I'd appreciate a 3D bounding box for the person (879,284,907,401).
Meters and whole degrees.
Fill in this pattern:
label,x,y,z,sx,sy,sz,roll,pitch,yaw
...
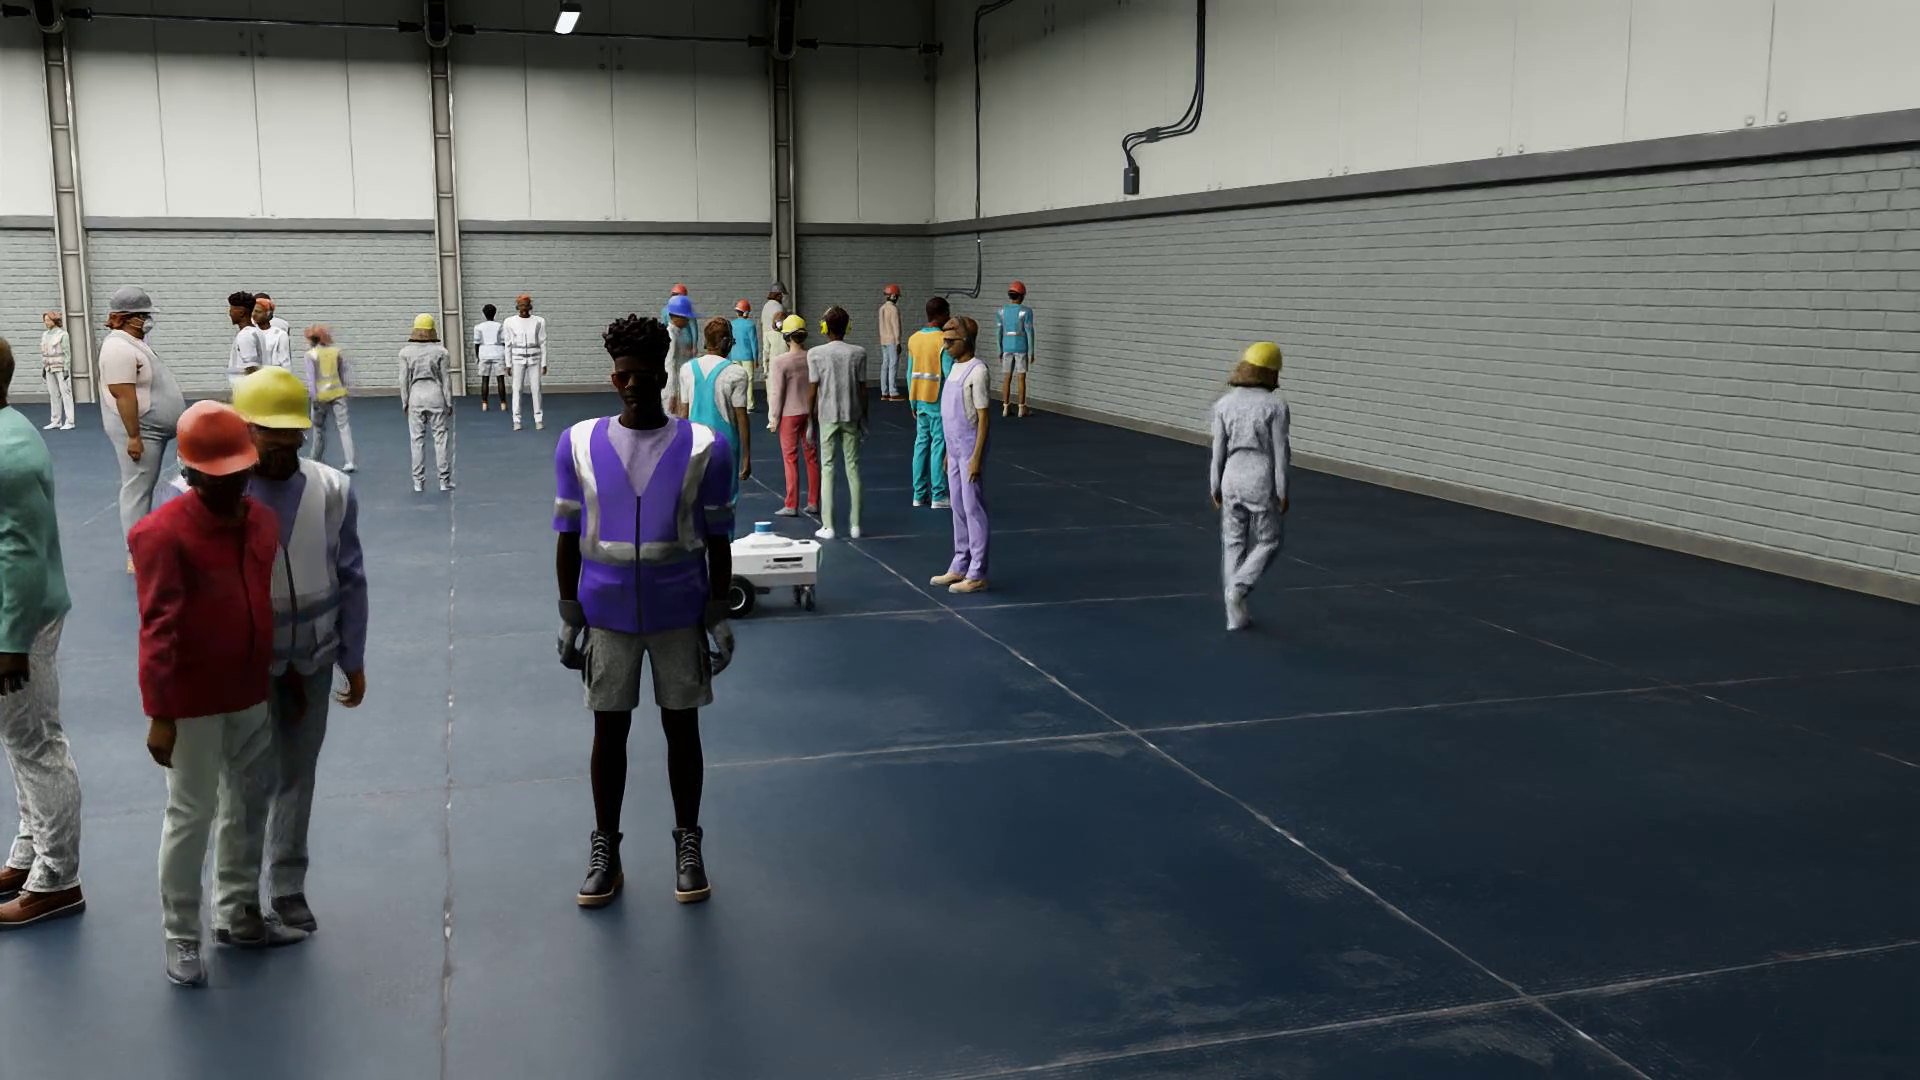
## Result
label,x,y,z,sx,sy,sz,roll,pitch,yaw
person,-1.173,-3.382,28.533,0.377,1.995,0.611,-5,10,-30

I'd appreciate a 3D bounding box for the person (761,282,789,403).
label,x,y,z,sx,sy,sz,roll,pitch,yaw
person,-3.024,-3.295,27.831,0.536,2.000,0.681,-5,10,-27

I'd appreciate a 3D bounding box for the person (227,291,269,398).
label,x,y,z,sx,sy,sz,roll,pitch,yaw
person,-6.897,-1.428,16.149,0.361,1.964,0.613,-2,9,-14

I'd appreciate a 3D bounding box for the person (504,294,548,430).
label,x,y,z,sx,sy,sz,roll,pitch,yaw
person,-5.990,-2.453,23.003,0.575,1.877,0.343,-3,9,-17

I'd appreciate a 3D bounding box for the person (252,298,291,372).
label,x,y,z,sx,sy,sz,roll,pitch,yaw
person,-7.116,-1.530,17.069,0.575,1.885,0.355,4,10,23

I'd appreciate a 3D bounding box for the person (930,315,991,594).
label,x,y,z,sx,sy,sz,roll,pitch,yaw
person,0.026,-0.565,11.042,0.345,1.843,0.504,-4,10,-23

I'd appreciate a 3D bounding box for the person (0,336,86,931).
label,x,y,z,sx,sy,sz,roll,pitch,yaw
person,-3.074,0.277,5.363,0.375,1.940,0.627,-6,11,-34

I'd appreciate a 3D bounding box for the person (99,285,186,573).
label,x,y,z,sx,sy,sz,roll,pitch,yaw
person,-5.808,-0.792,11.863,0.538,2.000,0.689,-3,10,-21

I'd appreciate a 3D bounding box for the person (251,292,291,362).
label,x,y,z,sx,sy,sz,roll,pitch,yaw
person,-8.367,-2.021,20.091,0.391,1.919,0.590,8,12,43

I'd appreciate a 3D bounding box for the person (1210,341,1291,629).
label,x,y,z,sx,sy,sz,roll,pitch,yaw
person,1.682,-0.301,9.737,0.510,1.714,0.447,7,12,40

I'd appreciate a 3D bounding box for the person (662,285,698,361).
label,x,y,z,sx,sy,sz,roll,pitch,yaw
person,-4.641,-3.241,27.651,0.610,1.989,0.391,1,9,8

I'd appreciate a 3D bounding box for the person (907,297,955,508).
label,x,y,z,sx,sy,sz,roll,pitch,yaw
person,-0.251,-1.246,15.149,0.369,1.915,0.597,-8,12,-41

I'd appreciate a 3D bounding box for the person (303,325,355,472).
label,x,y,z,sx,sy,sz,roll,pitch,yaw
person,-6.839,-1.520,17.949,0.870,1.576,0.538,6,11,35

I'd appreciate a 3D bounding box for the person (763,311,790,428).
label,x,y,z,sx,sy,sz,roll,pitch,yaw
person,-2.501,-2.370,23.221,0.497,1.633,0.283,0,9,-3

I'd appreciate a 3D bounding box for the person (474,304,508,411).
label,x,y,z,sx,sy,sz,roll,pitch,yaw
person,-7.396,-2.875,26.268,0.535,1.694,0.320,-1,9,-7

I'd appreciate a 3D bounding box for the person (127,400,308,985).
label,x,y,z,sx,sy,sz,roll,pitch,yaw
person,-2.203,0.442,4.969,0.429,1.731,0.640,3,9,20

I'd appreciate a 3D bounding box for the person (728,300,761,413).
label,x,y,z,sx,sy,sz,roll,pitch,yaw
person,-3.359,-2.847,25.880,0.562,1.753,0.327,5,10,28

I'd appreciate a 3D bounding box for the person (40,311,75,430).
label,x,y,z,sx,sy,sz,roll,pitch,yaw
person,-12.495,-2.340,23.012,0.514,1.641,0.307,4,10,23

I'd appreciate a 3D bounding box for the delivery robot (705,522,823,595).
label,x,y,z,sx,sy,sz,roll,pitch,yaw
delivery robot,-1.224,0.131,10.398,0.707,0.478,0.477,-3,9,-16

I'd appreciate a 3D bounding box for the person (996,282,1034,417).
label,x,y,z,sx,sy,sz,roll,pitch,yaw
person,0.858,-2.881,25.177,0.616,2.041,0.379,5,10,29

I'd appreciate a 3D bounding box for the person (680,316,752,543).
label,x,y,z,sx,sy,sz,roll,pitch,yaw
person,-1.637,-0.585,11.217,0.517,1.834,0.363,3,9,19

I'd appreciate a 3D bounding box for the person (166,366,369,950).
label,x,y,z,sx,sy,sz,roll,pitch,yaw
person,-2.126,0.368,5.181,0.590,1.810,0.487,-8,12,-43

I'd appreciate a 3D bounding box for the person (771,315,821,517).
label,x,y,z,sx,sy,sz,roll,pitch,yaw
person,-1.436,-1.081,14.582,0.523,1.769,0.310,-8,12,-41

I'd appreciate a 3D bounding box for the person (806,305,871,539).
label,x,y,z,sx,sy,sz,roll,pitch,yaw
person,-0.977,-0.937,13.331,0.532,1.868,0.310,-3,9,-17

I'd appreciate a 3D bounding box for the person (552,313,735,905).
label,x,y,z,sx,sy,sz,roll,pitch,yaw
person,-1.048,0.236,5.536,0.600,1.967,0.368,-1,9,-5

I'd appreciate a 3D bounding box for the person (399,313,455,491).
label,x,y,z,sx,sy,sz,roll,pitch,yaw
person,-5.247,-1.354,16.388,0.492,1.742,0.324,-1,9,-9

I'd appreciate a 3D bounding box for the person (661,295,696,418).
label,x,y,z,sx,sy,sz,roll,pitch,yaw
person,-2.795,-1.441,16.359,0.434,1.927,0.683,-1,9,-3
